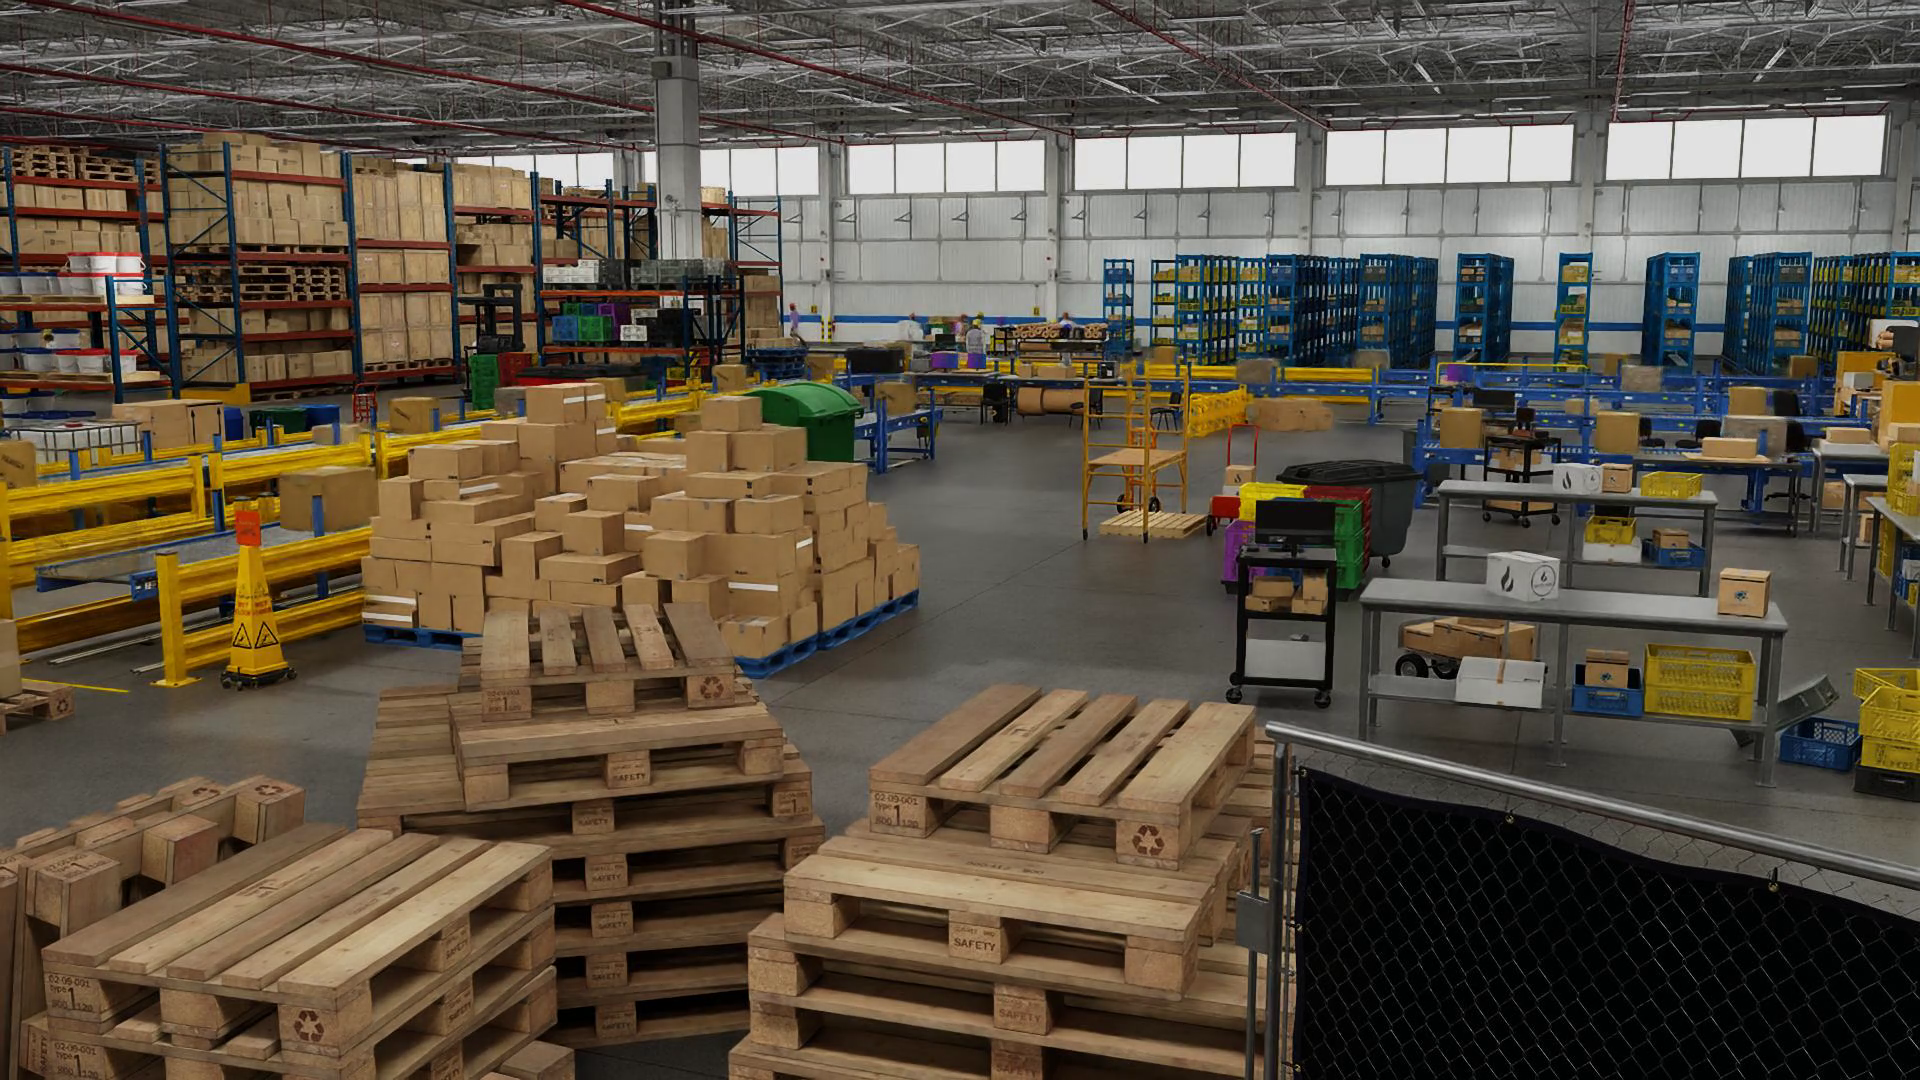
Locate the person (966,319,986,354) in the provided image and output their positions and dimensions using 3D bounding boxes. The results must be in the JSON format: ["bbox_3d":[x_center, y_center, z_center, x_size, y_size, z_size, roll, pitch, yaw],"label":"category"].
[{"bbox_3d":[0.466,-5.192,45.969,0.600,1.831,0.404,5,10,28],"label":"person"}]

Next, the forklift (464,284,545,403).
[{"bbox_3d":[-10.832,-4.702,39.610,1.129,2.768,1.873,3,10,20],"label":"forklift"}]

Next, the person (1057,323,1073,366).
[{"bbox_3d":[2.384,-3.914,37.582,0.400,1.949,0.605,-1,9,-4],"label":"person"}]

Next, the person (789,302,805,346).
[{"bbox_3d":[-6.793,-8.847,68.686,0.647,1.917,0.542,4,10,25],"label":"person"}]

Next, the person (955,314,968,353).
[{"bbox_3d":[-0.003,-6.236,52.597,0.578,1.803,0.579,0,9,3],"label":"person"}]

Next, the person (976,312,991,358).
[{"bbox_3d":[0.775,-7.416,60.297,0.812,1.706,0.501,-8,12,-43],"label":"person"}]

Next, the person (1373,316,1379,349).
[{"bbox_3d":[13.898,-6.715,55.534,0.404,1.833,0.589,0,9,-1],"label":"person"}]

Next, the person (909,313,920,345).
[{"bbox_3d":[-1.648,-6.911,57.093,0.580,1.730,0.441,-8,12,-42],"label":"person"}]

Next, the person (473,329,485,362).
[{"bbox_3d":[-12.049,-4.482,41.969,0.322,1.690,0.533,7,12,38],"label":"person"}]

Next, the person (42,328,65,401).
[{"bbox_3d":[-22.003,-4.246,40.283,0.382,1.746,0.603,-8,12,-41],"label":"person"}]

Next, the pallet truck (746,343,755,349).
[{"bbox_3d":[-6.183,-4.618,44.264,1.601,1.201,0.680,-9,12,-43],"label":"pallet truck"}]

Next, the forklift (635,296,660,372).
[{"bbox_3d":[-9.245,-6.334,49.859,1.129,2.768,1.873,3,10,20],"label":"forklift"}]

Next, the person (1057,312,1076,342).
[{"bbox_3d":[3.399,-6.319,52.927,0.661,1.880,0.895,-2,9,-15],"label":"person"}]

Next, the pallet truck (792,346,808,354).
[{"bbox_3d":[-3.705,-4.298,42.022,0.653,1.274,1.630,3,10,20],"label":"pallet truck"}]
